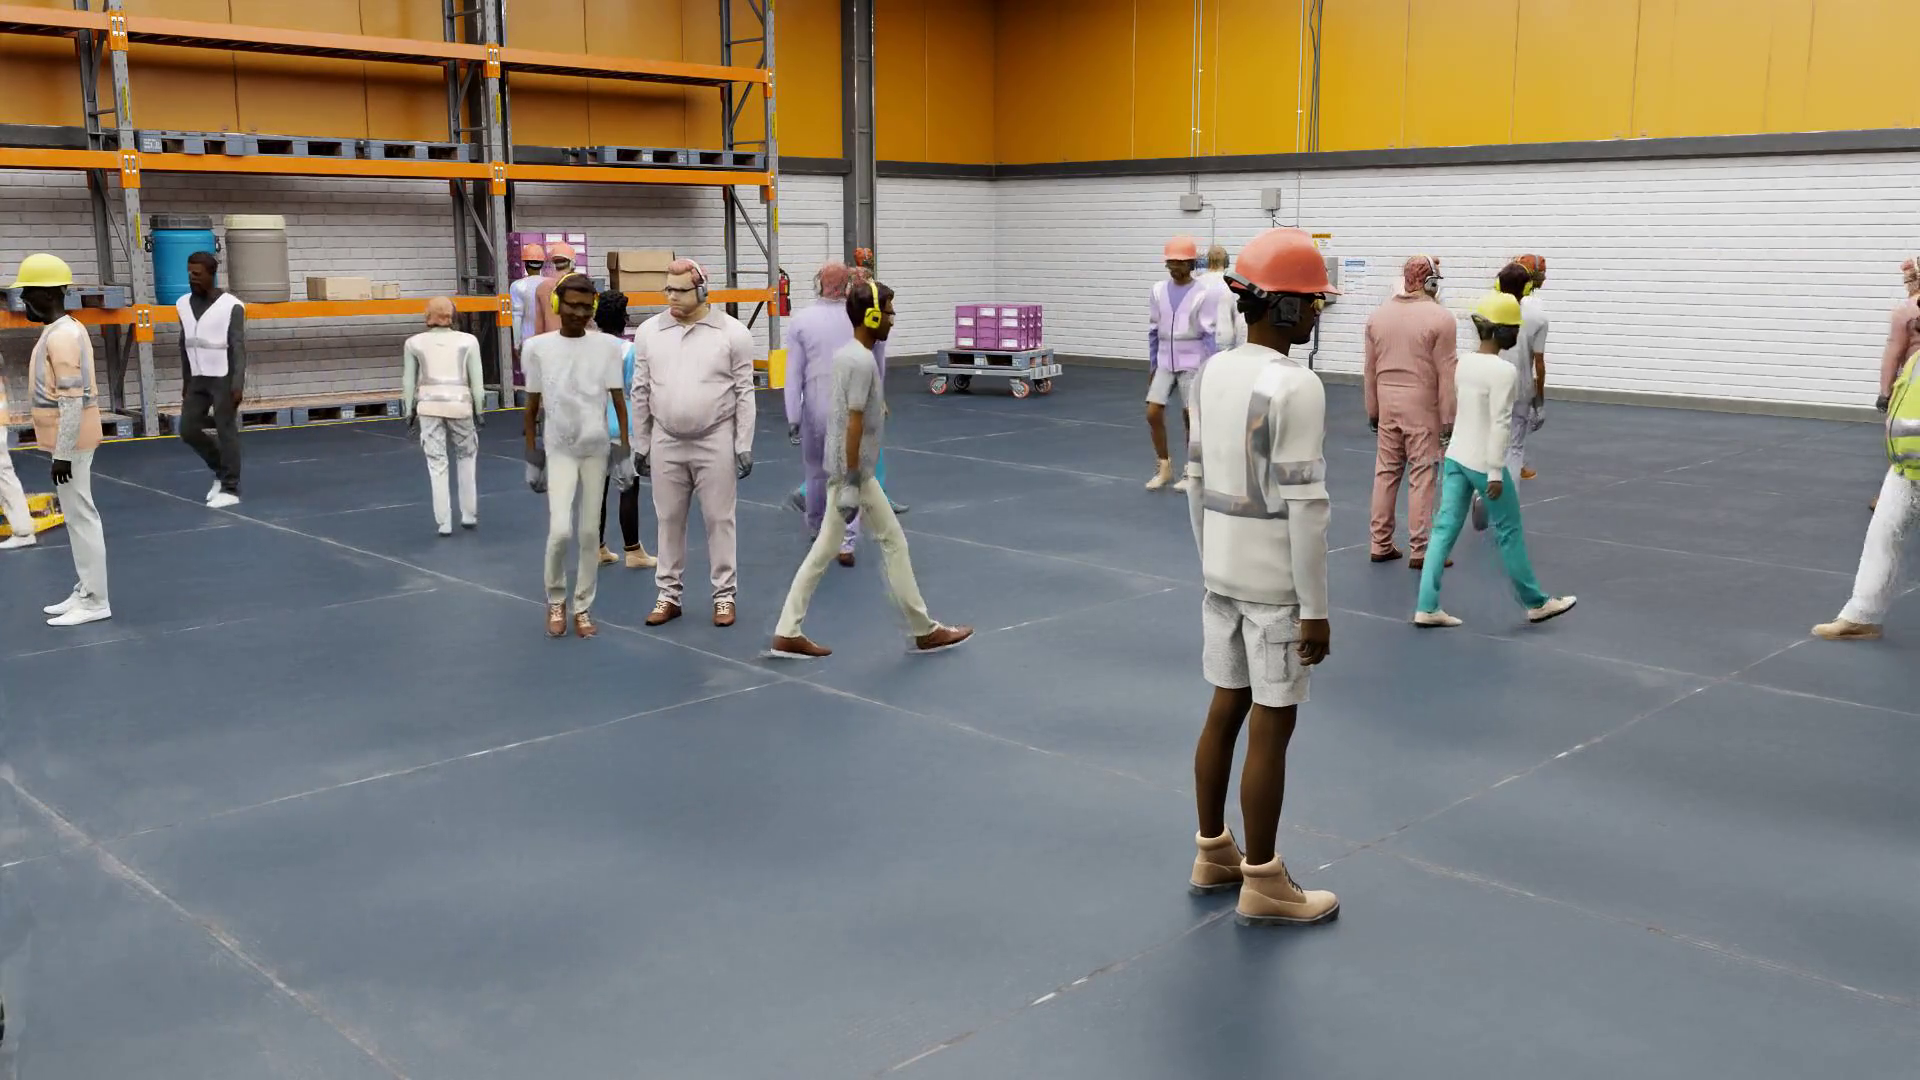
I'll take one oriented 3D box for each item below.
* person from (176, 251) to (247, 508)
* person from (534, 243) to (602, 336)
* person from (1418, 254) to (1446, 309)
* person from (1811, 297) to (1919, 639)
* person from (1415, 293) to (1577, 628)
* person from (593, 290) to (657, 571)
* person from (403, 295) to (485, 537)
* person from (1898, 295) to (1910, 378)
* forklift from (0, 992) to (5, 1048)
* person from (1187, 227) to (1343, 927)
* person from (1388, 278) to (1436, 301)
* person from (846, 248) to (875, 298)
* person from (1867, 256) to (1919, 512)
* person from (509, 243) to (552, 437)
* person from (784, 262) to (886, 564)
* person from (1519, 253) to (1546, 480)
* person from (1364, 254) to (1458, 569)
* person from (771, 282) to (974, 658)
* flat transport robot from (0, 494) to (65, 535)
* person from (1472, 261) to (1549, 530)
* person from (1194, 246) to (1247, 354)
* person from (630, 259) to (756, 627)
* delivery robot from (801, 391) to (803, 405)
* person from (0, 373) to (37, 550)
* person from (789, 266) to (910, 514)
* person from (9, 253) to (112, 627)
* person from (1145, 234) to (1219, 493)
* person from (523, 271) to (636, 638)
[{"bbox_3d":[-5.567,-1.188,12.383,0.628,1.904,0.457,4,11,19],"label":"person"},{"bbox_3d":[-3.637,-1.821,15.729,0.628,1.933,1.039,6,12,31],"label":"person"},{"bbox_3d":[4.879,-2.122,17.696,0.587,1.828,0.404,5,12,25],"label":"person"},{"bbox_3d":[4.814,-0.357,8.167,0.927,1.802,0.634,1,10,4],"label":"person"},{"bbox_3d":[2.751,-0.393,8.535,0.867,1.720,0.544,-3,11,-15],"label":"person"},{"bbox_3d":[-2.087,-0.657,10.065,0.532,1.696,0.318,5,12,27],"label":"person"},{"bbox_3d":[-3.508,-0.855,11.331,0.535,1.616,0.600,-3,11,-14],"label":"person"},{"bbox_3d":[9.260,-1.719,16.106,0.543,1.599,0.781,4,11,20],"label":"person"},{"bbox_3d":[-3.245,0.323,3.363,2.313,2.155,1.214,2,11,13],"label":"forklift"},{"bbox_3d":[0.910,0.114,4.913,0.373,2.042,0.614,-4,11,-22],"label":"person"},{"bbox_3d":[4.575,-1.966,16.893,0.453,1.811,0.656,-3,11,-17],"label":"person"},{"bbox_3d":[-1.075,-2.327,18.669,0.355,1.883,0.575,-7,12,-32],"label":"person"},{"bbox_3d":[7.005,-1.107,12.054,0.731,1.880,0.412,0,10,2],"label":"person"},{"bbox_3d":[-4.267,-2.011,16.788,0.547,1.938,0.377,-7,12,-32],"label":"person"},{"bbox_3d":[-0.784,-0.810,10.485,0.639,1.848,1.024,-1,10,-6],"label":"person"},{"bbox_3d":[4.661,-1.419,13.733,0.411,1.872,0.606,-2,11,-9],"label":"person"},{"bbox_3d":[2.783,-0.782,10.176,0.402,1.906,0.652,-8,13,-37],"label":"person"},{"bbox_3d":[-0.466,-0.322,7.954,1.007,1.803,0.532,-4,11,-19],"label":"person"},{"bbox_3d":[-6.899,-0.177,11.339,1.431,0.197,0.652,-1,10,-5],"label":"flat transport robot"},{"bbox_3d":[3.670,-0.936,11.163,0.516,1.855,0.602,5,12,26],"label":"person"},{"bbox_3d":[2.487,-1.906,16.318,0.657,1.916,0.732,5,11,24],"label":"person"},{"bbox_3d":[-1.387,-0.491,8.603,0.652,1.900,0.403,1,10,5],"label":"person"},{"bbox_3d":[-1.504,-1.623,18.194,0.707,0.478,0.477,1,10,6],"label":"delivery robot"},{"bbox_3d":[-6.370,-0.711,10.609,0.774,1.609,0.518,-6,12,-28],"label":"person"},{"bbox_3d":[-0.795,-1.034,11.818,0.880,1.813,0.567,-4,11,-19],"label":"person"},{"bbox_3d":[-4.674,-0.518,8.676,0.362,1.928,0.587,-6,12,-29],"label":"person"},{"bbox_3d":[1.702,-1.355,12.967,0.628,2.019,0.614,7,13,35],"label":"person"},{"bbox_3d":[-1.910,-0.412,8.335,0.500,1.846,0.442,-4,11,-21],"label":"person"}]
